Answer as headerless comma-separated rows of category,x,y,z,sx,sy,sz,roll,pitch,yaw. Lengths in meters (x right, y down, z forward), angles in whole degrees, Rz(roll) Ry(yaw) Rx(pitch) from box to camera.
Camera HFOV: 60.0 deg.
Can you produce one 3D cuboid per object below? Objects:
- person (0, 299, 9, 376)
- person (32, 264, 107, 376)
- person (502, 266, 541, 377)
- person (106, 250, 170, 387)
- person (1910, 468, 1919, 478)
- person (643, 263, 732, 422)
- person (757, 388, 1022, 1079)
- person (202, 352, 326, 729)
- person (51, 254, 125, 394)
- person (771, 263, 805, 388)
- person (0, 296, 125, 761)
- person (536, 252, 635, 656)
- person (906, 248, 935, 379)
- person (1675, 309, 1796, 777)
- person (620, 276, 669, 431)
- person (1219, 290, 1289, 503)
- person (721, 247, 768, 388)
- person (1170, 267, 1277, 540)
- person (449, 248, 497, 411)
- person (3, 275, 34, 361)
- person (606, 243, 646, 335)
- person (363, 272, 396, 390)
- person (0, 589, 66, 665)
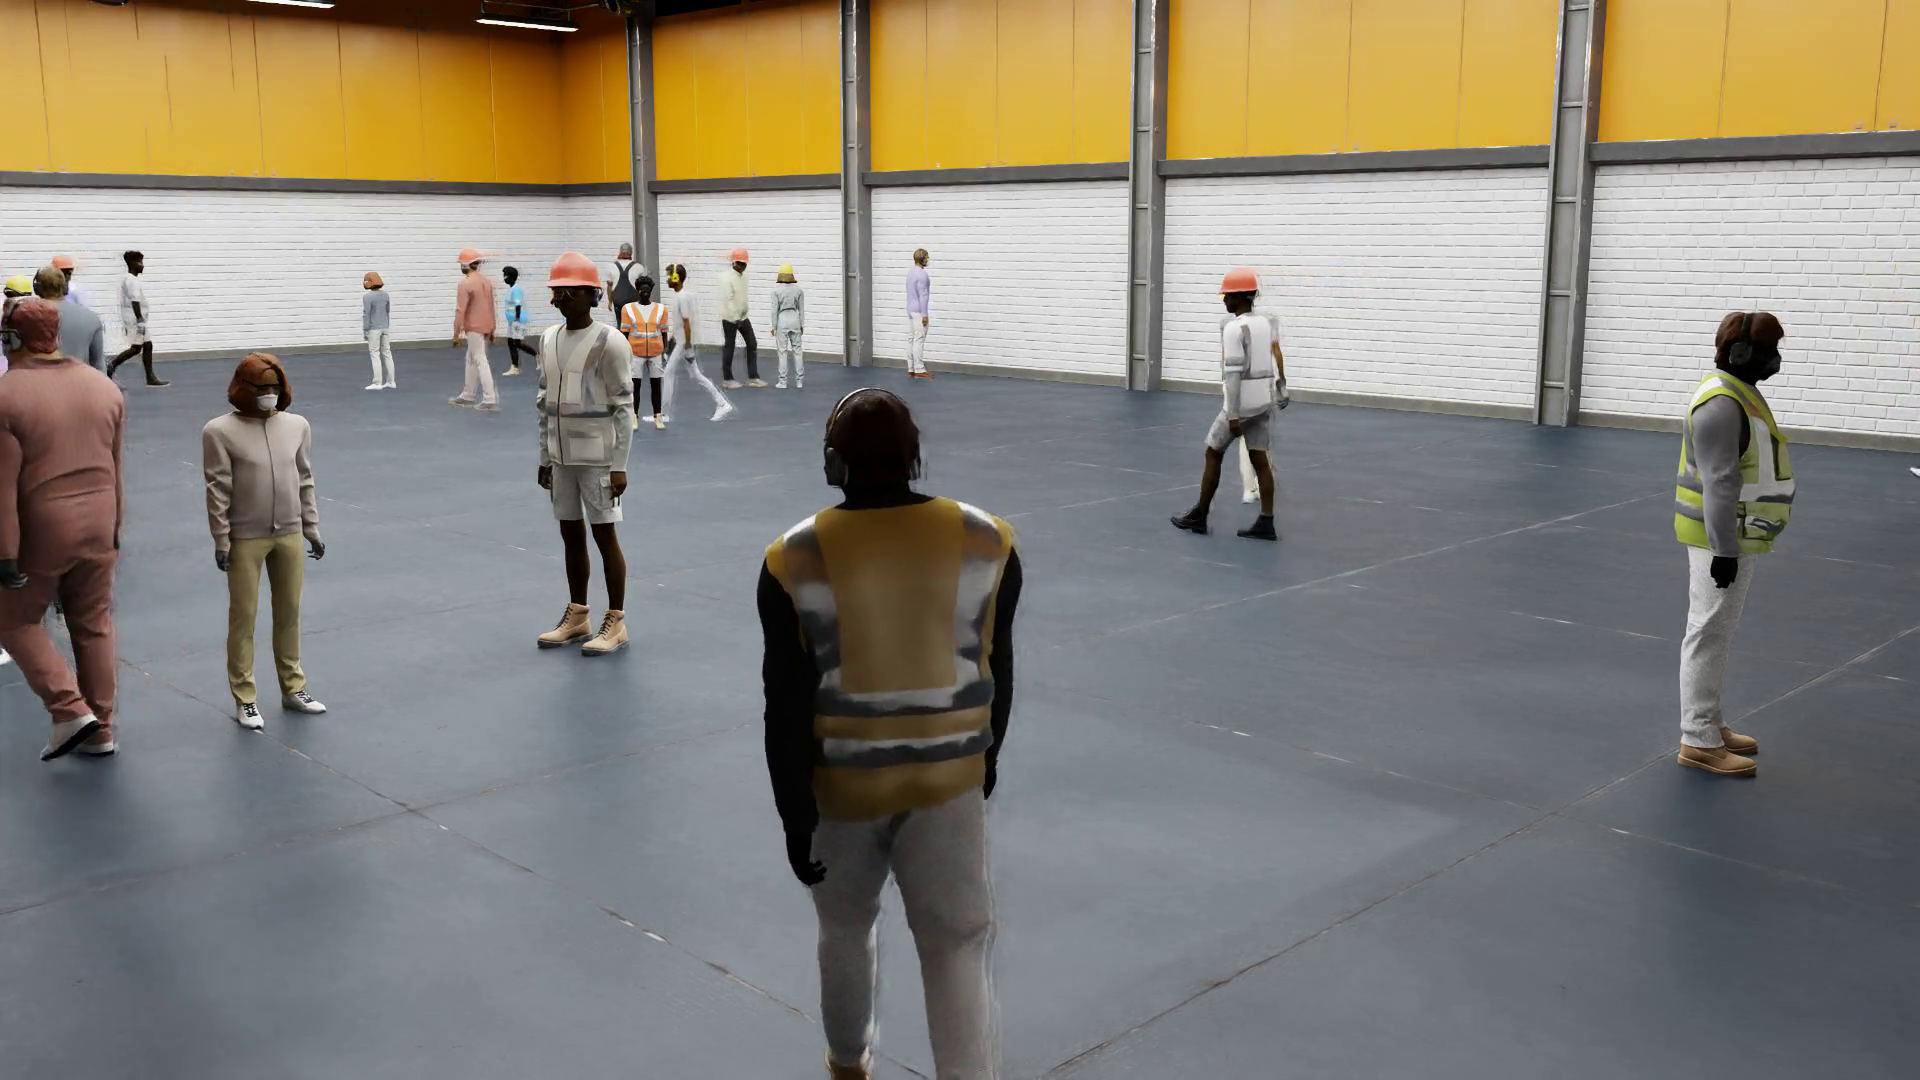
person,-7.652,-1.222,12.903,0.961,1.998,0.650,8,13,36
person,-6.574,-1.051,12.218,0.482,1.926,0.627,7,12,33
person,-6.649,-3.307,25.161,0.550,1.675,0.539,-6,12,-29
person,-11.592,-3.077,23.208,0.819,1.940,0.615,-5,12,-26
person,8.593,-1.208,13.977,0.888,1.583,0.505,8,13,38
person,-3.112,-2.247,19.014,0.981,1.817,0.489,-1,10,-4
person,-0.145,0.558,3.785,0.604,1.803,0.936,-2,11,-9
person,-3.038,-0.007,7.291,0.280,1.633,0.499,8,13,38
person,-10.830,-2.556,20.446,0.872,1.914,0.546,-4,11,-19
person,-2.420,-3.002,23.324,0.492,1.742,0.320,-5,11,-23
person,-3.639,-0.024,6.693,0.428,1.895,0.660,5,12,26
person,-1.935,-0.433,8.485,0.614,2.047,0.359,7,12,33
person,-0.613,-3.375,24.827,0.376,1.940,0.629,-4,11,-20
person,3.097,0.002,6.682,0.429,1.843,0.627,5,12,28
person,-3.439,-2.037,18.190,0.533,1.697,0.318,-3,11,-18
person,2.393,-1.231,13.485,0.598,1.807,0.877,3,11,16
person,-3.038,-3.076,23.135,0.787,1.954,0.622,6,12,32
person,1.900,-0.961,11.775,0.550,1.903,0.893,-10,14,-44
person,-6.023,-2.550,20.236,0.865,1.964,0.647,3,11,14
person,-8.625,-1.550,15.346,0.526,1.768,0.331,0,10,2
person,-5.909,-4.317,29.682,0.694,2.000,0.978,0,10,0
person,-8.091,-2.898,23.084,0.273,1.629,0.498,4,11,23
person,-4.841,-0.206,8.435,0.548,1.608,0.608,-1,10,-7
